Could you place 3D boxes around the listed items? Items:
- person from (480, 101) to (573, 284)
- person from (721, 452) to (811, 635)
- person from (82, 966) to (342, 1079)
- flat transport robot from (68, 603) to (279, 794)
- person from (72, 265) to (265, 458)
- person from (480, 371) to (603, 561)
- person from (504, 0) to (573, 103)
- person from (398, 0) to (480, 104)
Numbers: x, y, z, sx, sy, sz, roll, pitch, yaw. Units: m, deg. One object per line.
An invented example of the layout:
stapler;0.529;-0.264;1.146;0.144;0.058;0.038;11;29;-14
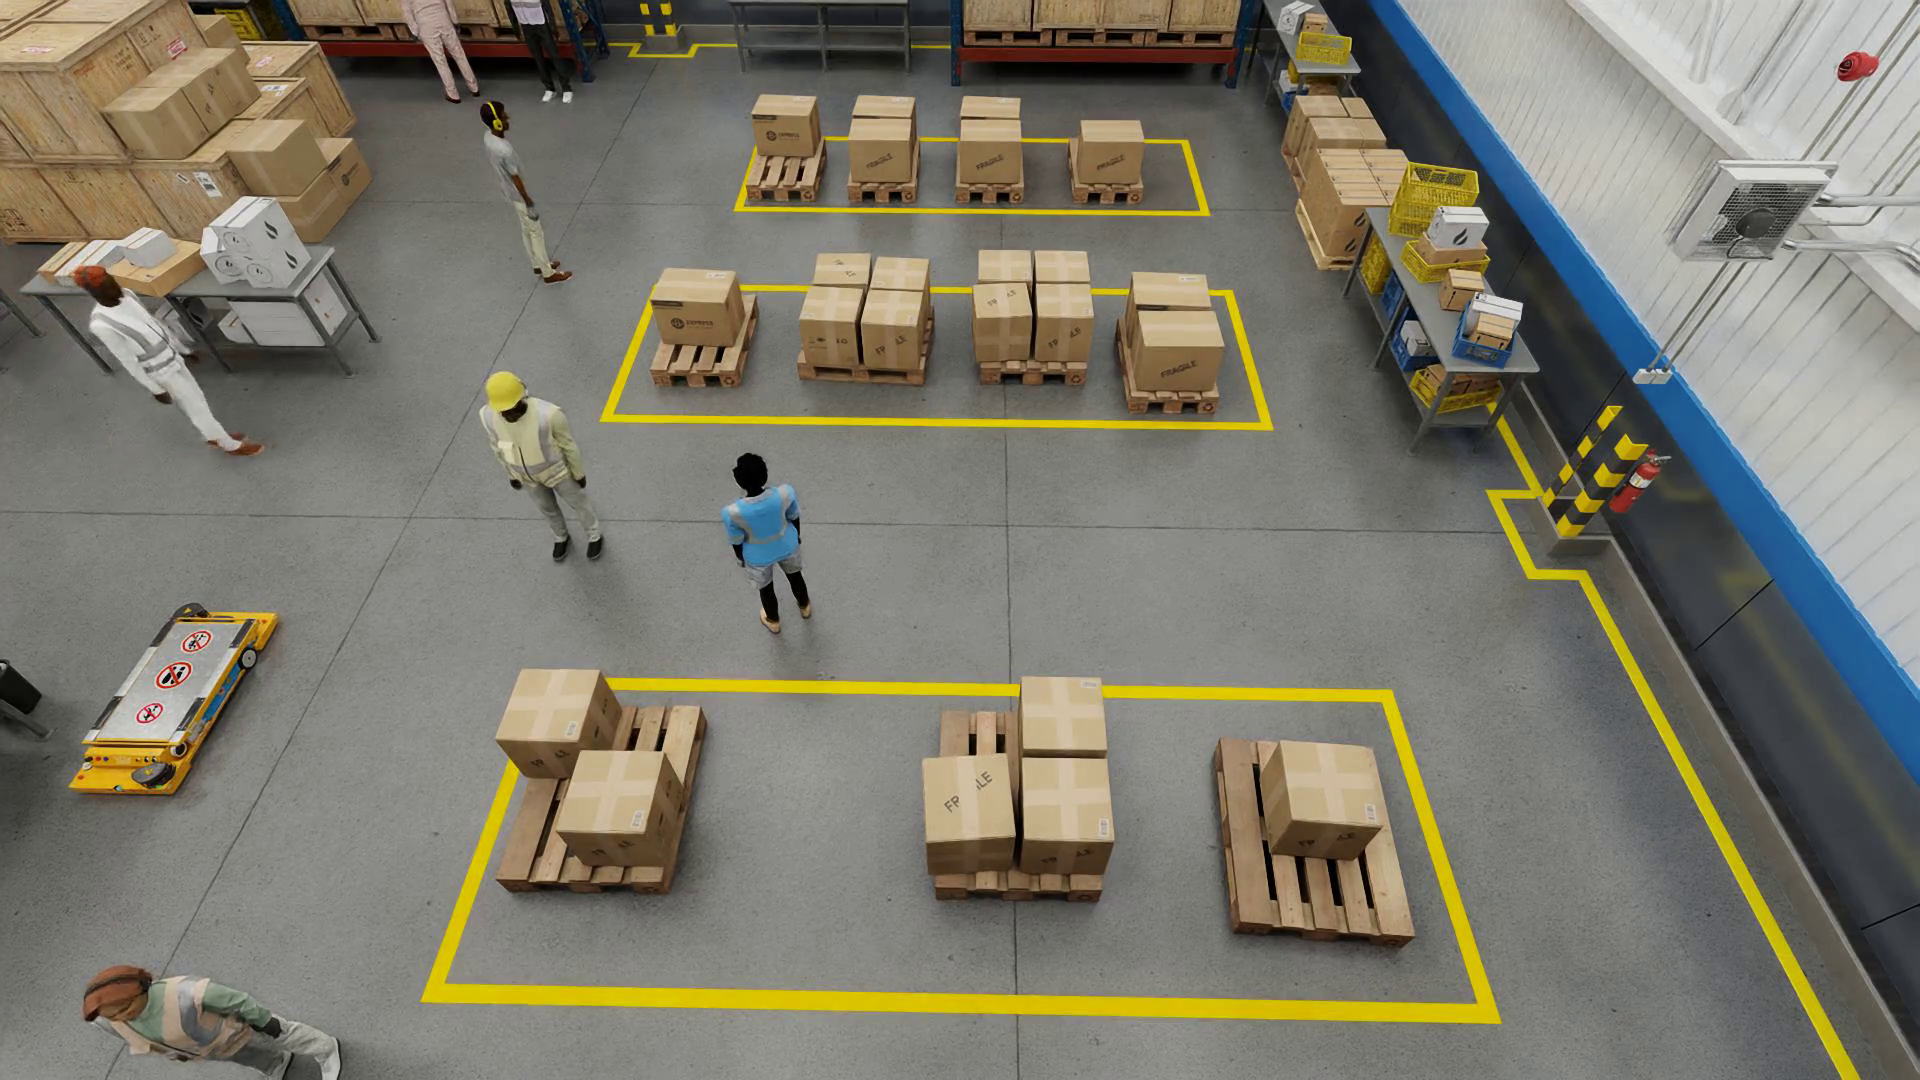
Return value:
person;-4.421;-3.478;9.262;0.332;1.860;0.494;-33;57;-25
person;-1.326;0.047;6.381;0.535;1.697;0.318;-24;54;-19
person;-3.593;2.385;4.438;0.523;1.641;0.306;-11;51;-9
flat transport robot;-5.504;1.072;6.442;0.652;0.197;1.431;1;50;1
person;-6.496;-1.425;7.517;0.405;1.883;0.578;-13;51;-10
person;-3.076;-0.521;6.782;0.594;1.827;0.403;-1;50;0
person;-5.571;-6.751;12.000;0.598;1.909;0.405;1;50;1
person;-6.910;-6.766;12.011;0.644;1.907;0.399;-35;58;-26
